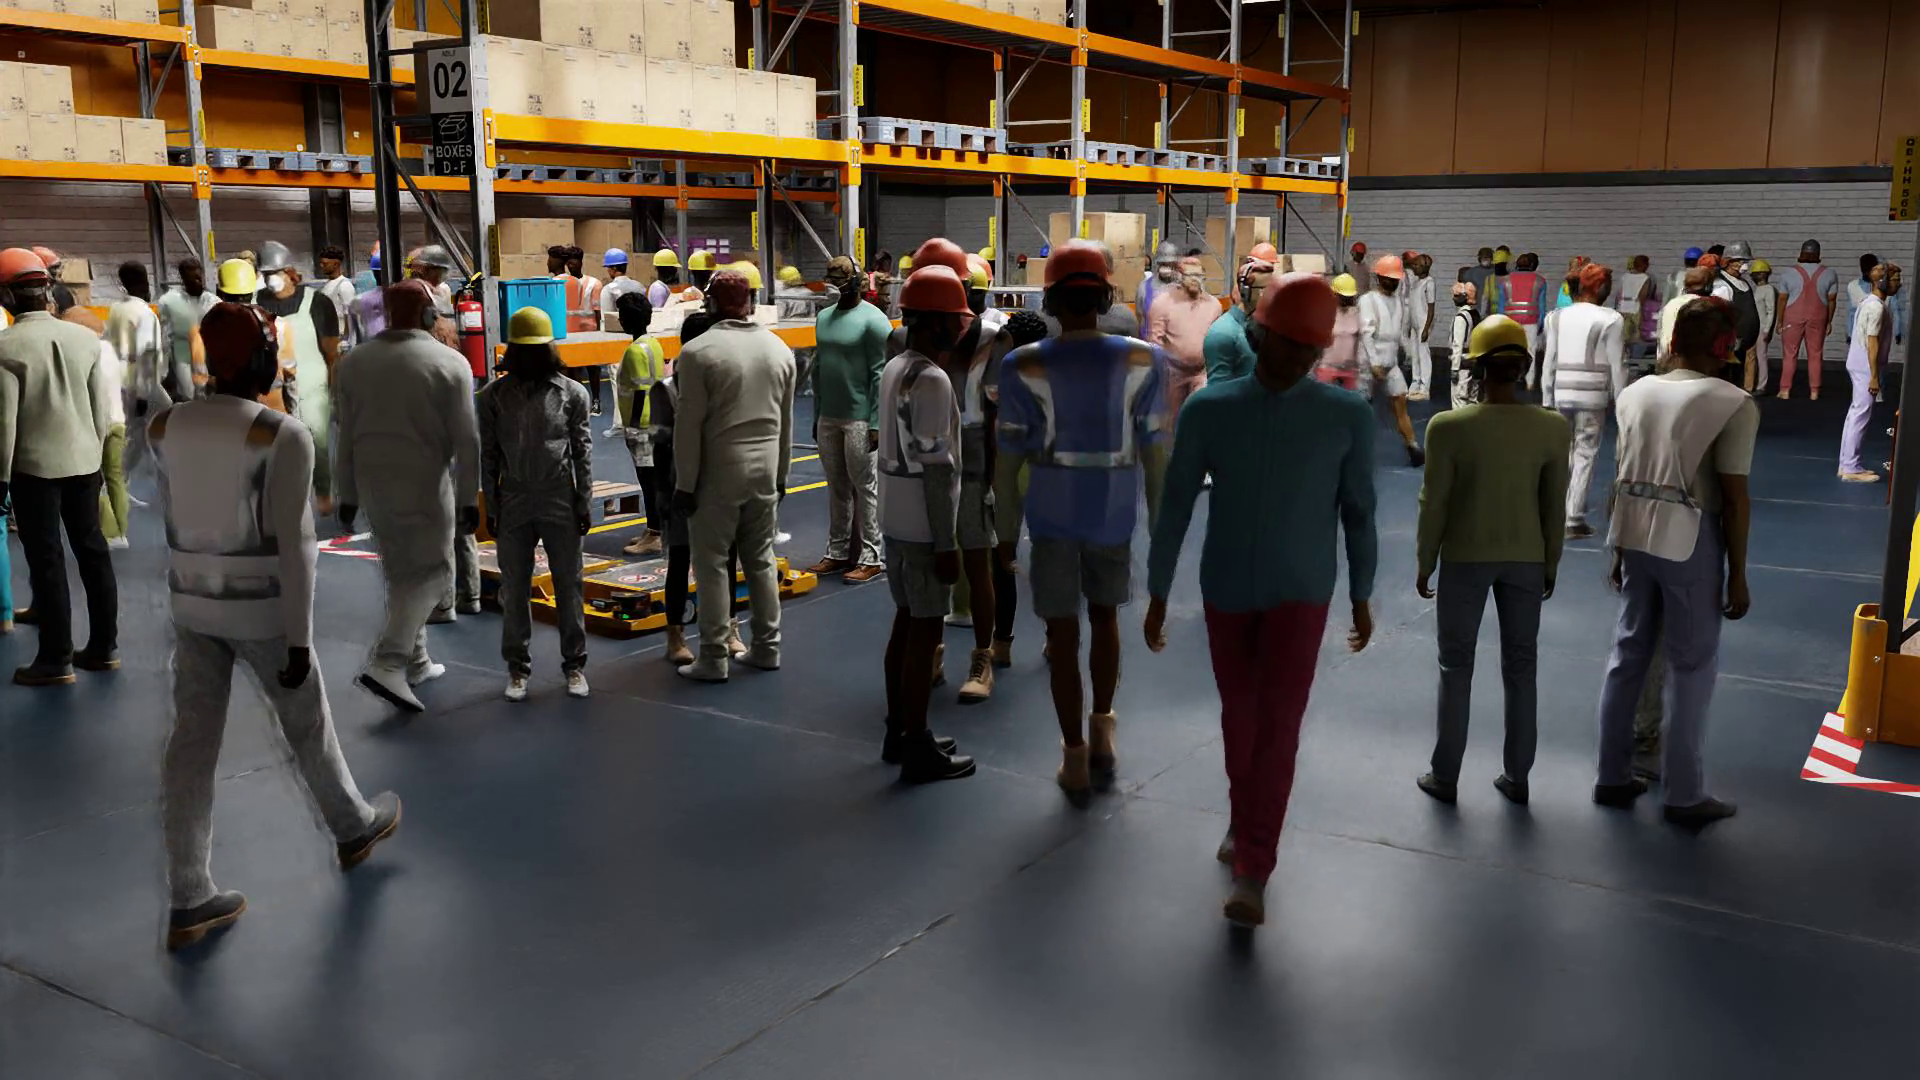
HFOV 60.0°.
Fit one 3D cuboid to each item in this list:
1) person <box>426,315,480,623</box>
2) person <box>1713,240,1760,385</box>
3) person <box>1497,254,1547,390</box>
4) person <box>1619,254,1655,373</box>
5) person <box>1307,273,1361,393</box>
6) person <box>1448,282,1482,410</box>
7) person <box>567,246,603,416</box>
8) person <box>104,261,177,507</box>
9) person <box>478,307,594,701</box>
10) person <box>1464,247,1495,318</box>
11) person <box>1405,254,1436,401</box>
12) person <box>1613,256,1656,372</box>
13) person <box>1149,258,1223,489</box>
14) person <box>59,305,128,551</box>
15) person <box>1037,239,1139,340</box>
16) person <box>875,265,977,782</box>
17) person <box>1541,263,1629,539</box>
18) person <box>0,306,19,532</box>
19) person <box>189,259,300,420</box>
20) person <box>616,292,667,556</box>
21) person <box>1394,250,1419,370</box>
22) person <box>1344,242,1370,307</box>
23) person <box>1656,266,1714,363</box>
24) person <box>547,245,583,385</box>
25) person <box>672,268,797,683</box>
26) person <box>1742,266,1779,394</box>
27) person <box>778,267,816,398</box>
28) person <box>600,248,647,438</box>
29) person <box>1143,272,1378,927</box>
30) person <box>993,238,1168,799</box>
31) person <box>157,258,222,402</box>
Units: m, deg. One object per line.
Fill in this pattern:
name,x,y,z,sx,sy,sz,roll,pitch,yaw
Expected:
person,-2.740,-0.376,8.852,0.321,1.631,0.527,3,11,14
person,7.809,-2.027,16.860,0.682,2.000,0.535,-8,13,-38
person,7.614,-2.950,22.570,0.624,1.835,0.431,4,11,20
person,10.191,-3.414,25.210,0.787,1.819,0.574,-5,11,-24
person,3.354,-1.527,14.962,0.656,1.736,0.458,-2,10,-11
person,4.767,-1.616,15.732,0.314,1.631,0.519,8,13,36
person,-4.385,-2.392,19.127,0.603,1.957,0.385,1,10,8
person,-6.153,-1.167,12.601,0.596,1.869,0.745,8,13,38
person,-1.852,-0.151,7.315,0.486,1.738,0.320,-2,10,-10
person,7.692,-3.317,24.352,0.677,1.925,0.391,2,10,11
person,5.820,-2.683,21.048,0.345,1.844,0.508,-2,10,-9
person,10.415,-3.501,25.791,0.574,1.764,0.928,-3,11,-17
person,1.861,-1.336,13.523,0.649,1.867,0.942,-1,10,-7
person,-5.589,-0.714,10.813,0.327,1.619,0.541,1,10,6
person,0.779,-0.774,9.921,0.693,2.000,0.535,5,12,28
person,-0.120,-0.060,6.282,0.386,1.929,0.547,-3,11,-17
person,4.231,-0.930,11.253,0.410,1.868,0.570,-5,12,-28
person,-6.806,-0.994,11.389,0.606,1.957,0.387,-9,13,-40
person,-4.213,-0.699,9.868,0.591,1.913,0.394,-7,12,-34
person,-2.047,-0.747,10.734,0.319,1.692,0.533,0,10,1
person,6.994,-3.554,25.832,0.593,1.871,0.582,-5,11,-24
person,6.806,-4.123,28.640,0.612,1.986,0.407,-4,11,-23
person,5.694,-1.214,12.981,0.433,1.828,0.711,-3,11,-15
person,-4.498,-2.342,18.813,0.367,1.966,0.607,3,11,18
person,-1.056,-0.298,7.705,0.400,1.894,0.653,10,14,42
person,10.443,-2.766,21.795,0.574,1.739,0.350,-5,11,-26
person,-2.072,-2.665,21.401,0.550,1.691,0.550,-5,11,-25
person,-3.457,-2.009,17.056,0.413,1.939,0.605,7,12,33
person,0.898,0.163,5.040,0.661,1.915,1.056,4,11,20
person,0.439,-0.080,6.116,0.646,2.021,0.592,-1,10,-5
person,-6.739,-1.548,14.725,0.955,1.853,0.670,6,12,30
